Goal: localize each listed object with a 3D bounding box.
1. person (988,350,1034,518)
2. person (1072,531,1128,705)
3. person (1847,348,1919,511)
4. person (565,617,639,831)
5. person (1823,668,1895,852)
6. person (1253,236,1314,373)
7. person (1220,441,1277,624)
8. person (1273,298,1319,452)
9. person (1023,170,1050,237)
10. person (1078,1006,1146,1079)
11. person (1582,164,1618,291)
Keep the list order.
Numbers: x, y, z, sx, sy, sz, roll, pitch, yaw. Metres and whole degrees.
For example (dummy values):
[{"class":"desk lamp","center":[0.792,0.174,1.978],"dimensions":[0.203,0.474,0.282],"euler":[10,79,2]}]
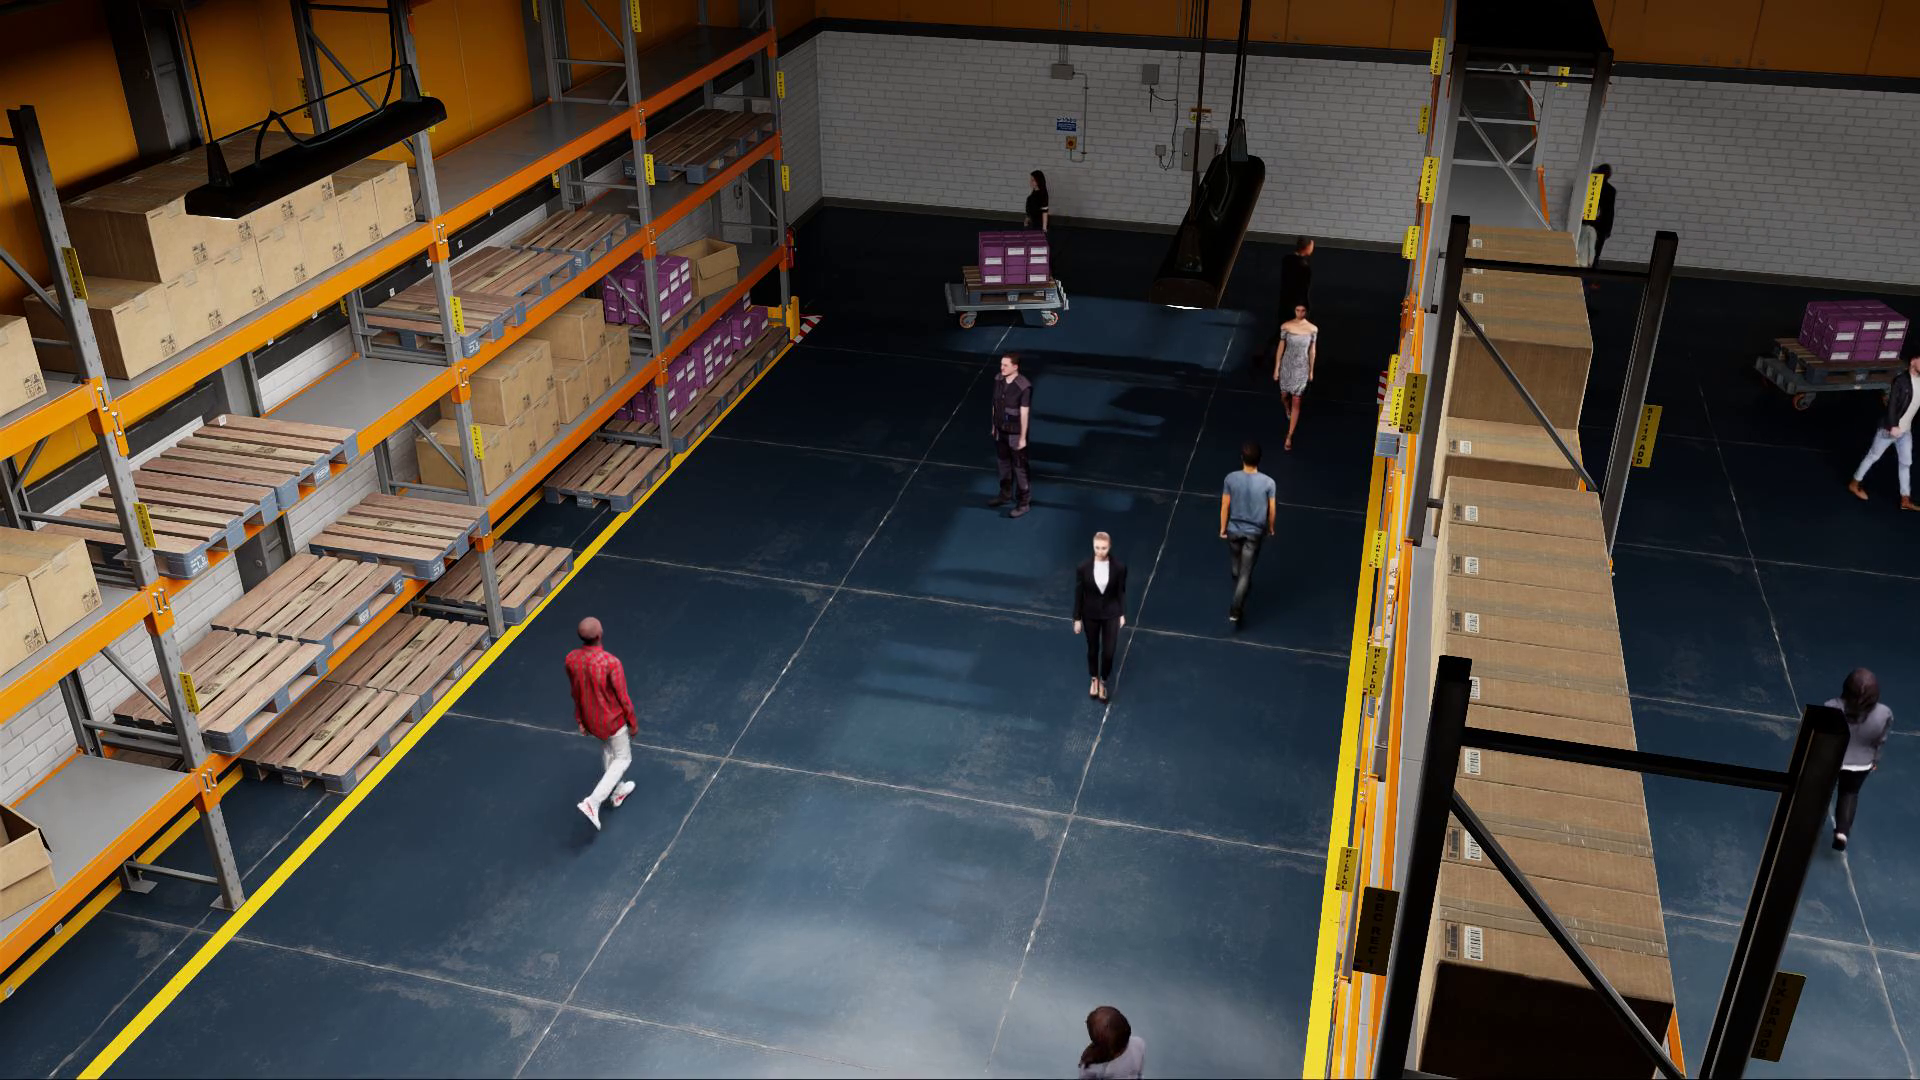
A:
[{"class":"person","center":[0.559,-1.161,17.771],"dimensions":[0.800,1.846,0.793],"euler":[-22,36,-35]},{"class":"person","center":[1.237,0.642,14.628],"dimensions":[0.679,1.690,0.647],"euler":[2,29,4]},{"class":"person","center":[10.027,-1.244,17.963],"dimensions":[1.054,1.806,1.210],"euler":[-9,30,-16]},{"class":"person","center":[-2.830,1.442,13.046],"dimensions":[0.789,1.800,1.059],"euler":[13,31,23]},{"class":"person","center":[6.802,1.711,12.782],"dimensions":[0.680,1.580,0.813],"euler":[9,30,15]},{"class":"person","center":[4.112,-2.890,20.905],"dimensions":[1.133,1.880,1.097],"euler":[-13,31,-23]},{"class":"person","center":[2.711,-0.044,15.800],"dimensions":[0.725,1.771,1.179],"euler":[10,30,17]},{"class":"person","center":[3.879,-1.976,19.329],"dimensions":[0.609,1.784,1.064],"euler":[7,29,12]},{"class":"person","center":[1.234,-4.621,24.349],"dimensions":[0.824,1.621,0.773],"euler":[-4,29,-8]},{"class":"person","center":[0.821,3.359,9.585],"dimensions":[0.774,1.748,0.840],"euler":[-13,31,-22]},{"class":"person","center":[9.130,-4.520,23.958],"dimensions":[0.830,1.817,0.775],"euler":[-16,33,-27]}]
